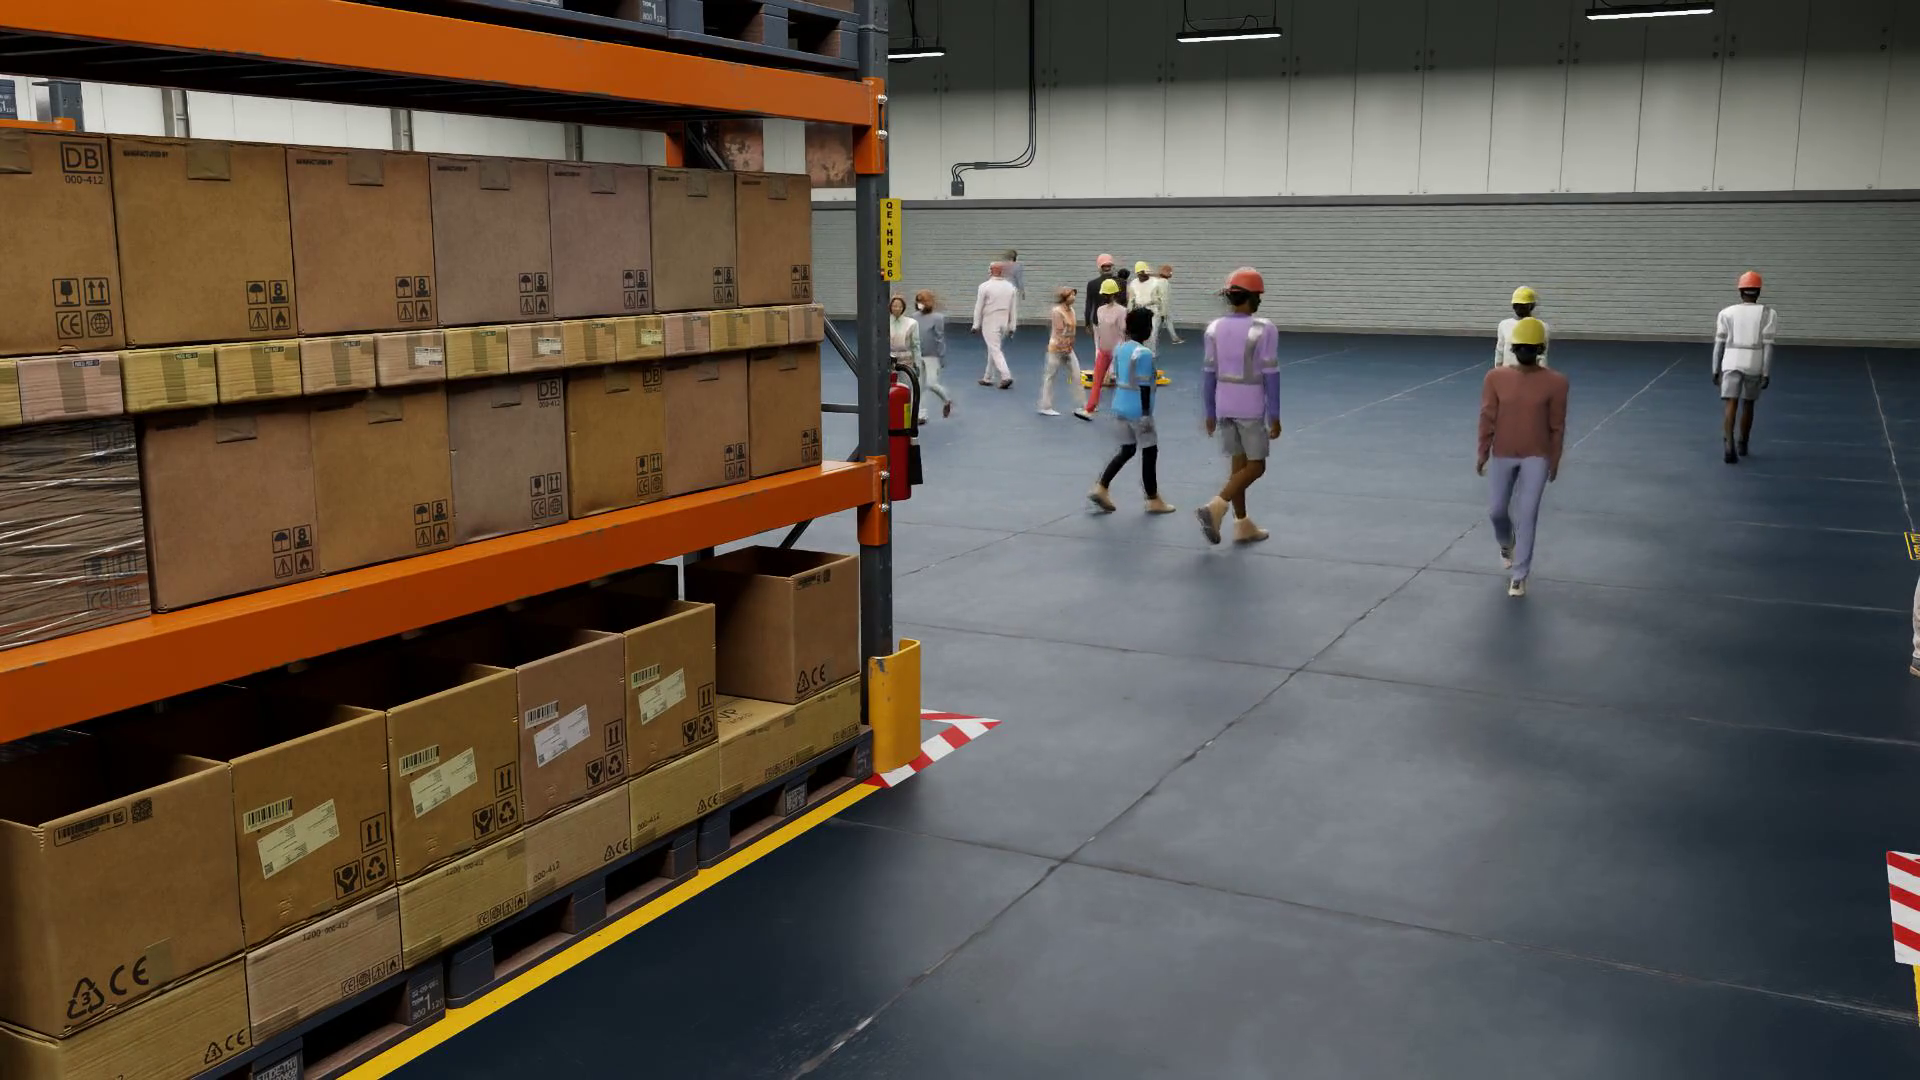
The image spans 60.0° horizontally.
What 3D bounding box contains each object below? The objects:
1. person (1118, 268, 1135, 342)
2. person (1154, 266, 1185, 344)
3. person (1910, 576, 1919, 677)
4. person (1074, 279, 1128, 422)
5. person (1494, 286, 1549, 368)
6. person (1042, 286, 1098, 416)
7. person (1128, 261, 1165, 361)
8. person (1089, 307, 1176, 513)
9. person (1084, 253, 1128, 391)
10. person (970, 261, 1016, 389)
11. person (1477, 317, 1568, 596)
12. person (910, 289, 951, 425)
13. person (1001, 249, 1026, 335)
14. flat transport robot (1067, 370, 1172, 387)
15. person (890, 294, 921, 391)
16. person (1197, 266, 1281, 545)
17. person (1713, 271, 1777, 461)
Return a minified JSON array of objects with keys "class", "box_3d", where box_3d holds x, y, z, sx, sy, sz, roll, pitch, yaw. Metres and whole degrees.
[{"class":"person","box_3d":[2.840,-3.927,29.165,0.540,1.678,0.515,0,10,0]},{"class":"person","box_3d":[4.278,-4.842,34.314,0.628,1.607,0.519,-1,10,-7]},{"class":"person","box_3d":[5.113,-0.264,8.325,0.610,1.989,0.392,-2,11,-11]},{"class":"person","box_3d":[1.797,-2.277,20.036,0.902,1.714,0.542,-9,14,-41]},{"class":"person","box_3d":[5.385,-1.565,16.038,0.548,1.750,0.366,9,14,41]},{"class":"person","box_3d":[1.359,-2.323,20.582,0.786,1.604,0.513,7,12,33]},{"class":"person","box_3d":[3.241,-3.948,28.952,0.611,1.788,0.608,6,12,28]},{"class":"person","box_3d":[1.397,-1.036,13.387,0.680,1.682,0.541,-4,11,-19]},{"class":"person","box_3d":[2.104,-3.150,24.073,0.640,1.977,0.440,-2,11,-9]},{"class":"person","box_3d":[0.534,-3.162,24.481,0.641,1.864,0.977,-8,13,-39]},{"class":"person","box_3d":[3.563,-0.544,10.544,0.525,1.747,0.622,6,12,28]},{"class":"person","box_3d":[-0.362,-2.166,19.708,0.507,1.617,0.496,8,13,37]},{"class":"person","box_3d":[1.178,-5.595,37.580,0.428,1.920,0.632,-9,14,-42]},{"class":"flat transport robot","box_3d":[2.381,-2.433,24.838,1.431,0.197,0.652,-5,11,-25]},{"class":"person","box_3d":[-0.690,-1.955,18.633,0.519,1.596,0.862,0,10,-2]},{"class":"person","box_3d":[1.982,-0.942,11.930,0.765,2.028,0.619,-9,14,-40]},{"class":"person","box_3d":[7.844,-1.742,16.676,0.554,1.895,1.001,6,12,28]}]
